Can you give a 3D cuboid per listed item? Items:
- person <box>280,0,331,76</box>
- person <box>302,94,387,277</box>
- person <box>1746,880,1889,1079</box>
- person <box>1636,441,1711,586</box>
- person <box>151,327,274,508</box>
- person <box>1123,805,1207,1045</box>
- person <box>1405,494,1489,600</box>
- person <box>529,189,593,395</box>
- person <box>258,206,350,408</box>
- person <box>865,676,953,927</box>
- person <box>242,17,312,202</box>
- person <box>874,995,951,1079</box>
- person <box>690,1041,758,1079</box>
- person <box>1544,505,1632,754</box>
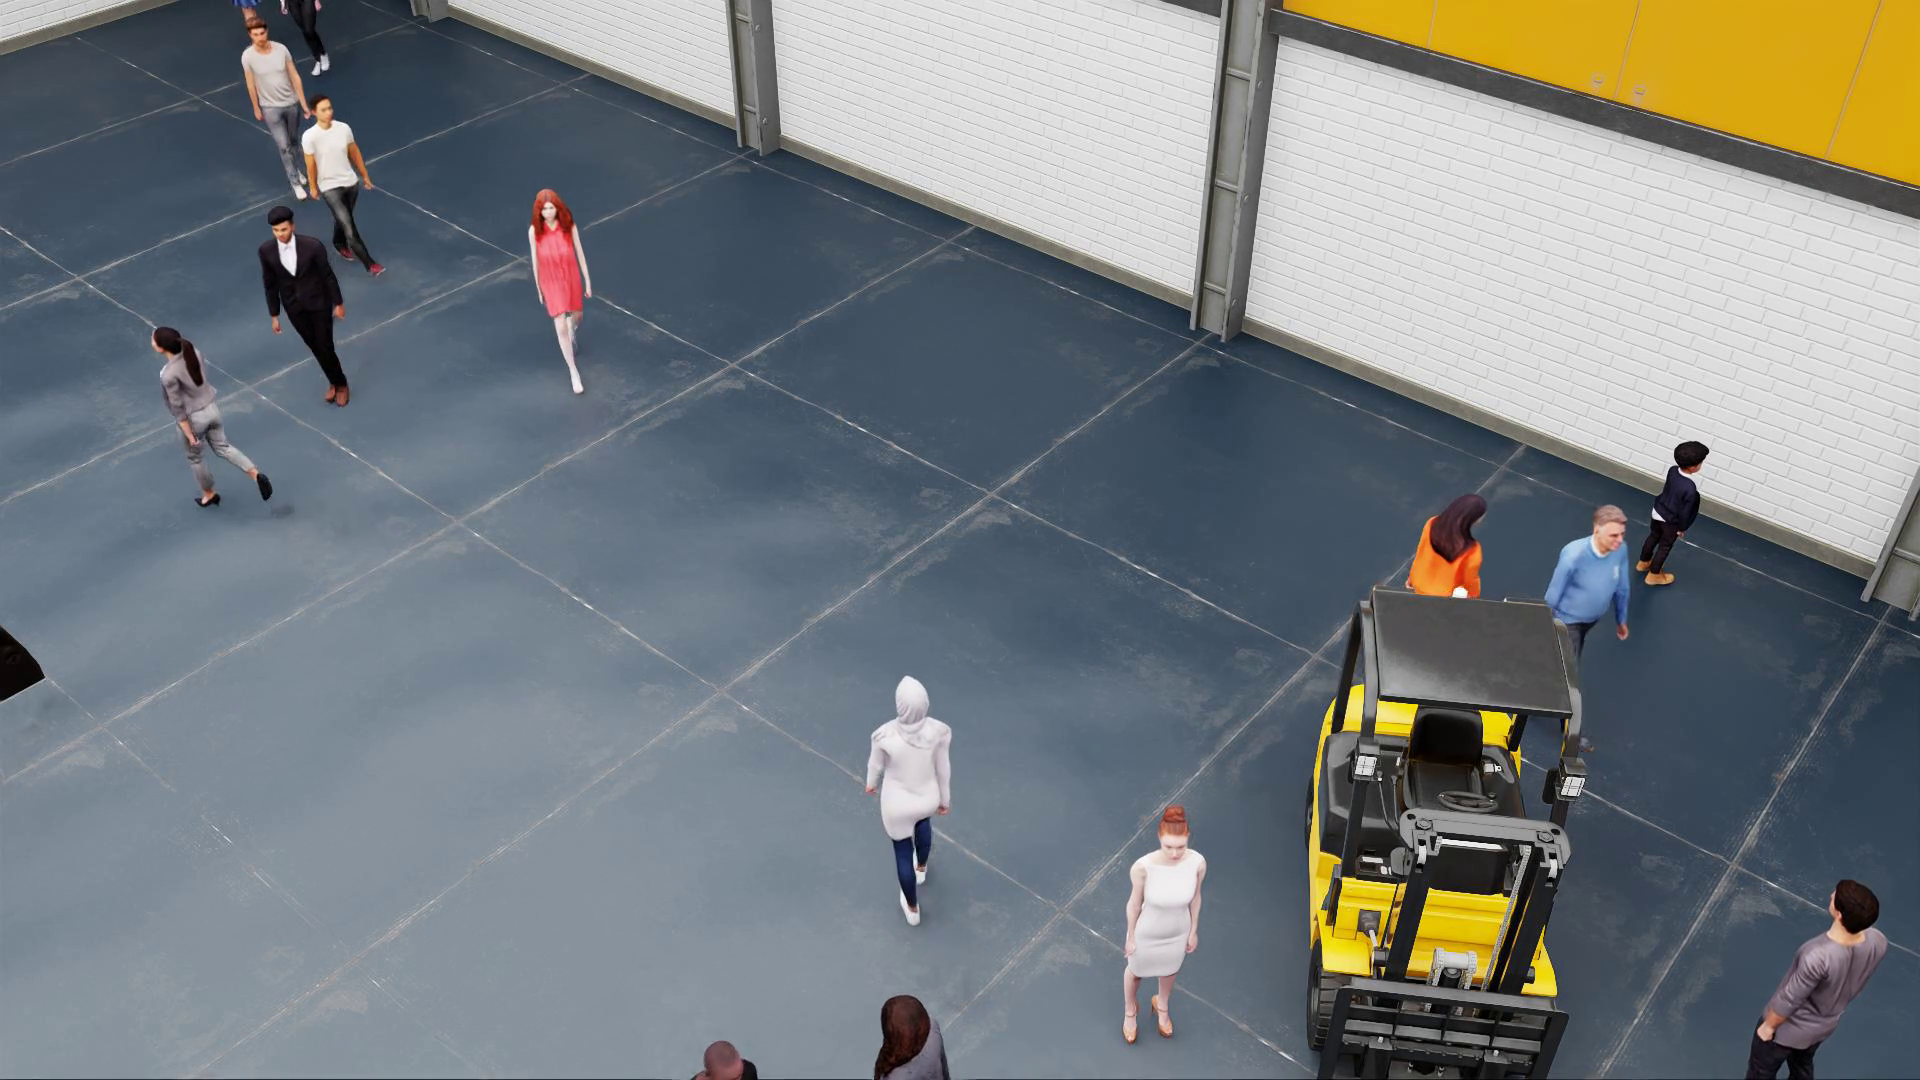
[{"bbox_3d":[-7.695,-6.333,19.512,0.665,1.733,0.744,5,39,6],"label":"person"},{"bbox_3d":[-5.955,-3.394,15.812,1.105,1.758,0.649,28,46,31],"label":"person"},{"bbox_3d":[4.306,2.415,8.465,0.740,1.848,0.713,-13,40,-16],"label":"person"},{"bbox_3d":[5.242,-0.214,12.259,0.638,1.223,0.567,-7,39,-8],"label":"person"},{"bbox_3d":[-5.766,-0.901,12.771,1.037,1.657,0.836,10,40,12],"label":"person"},{"bbox_3d":[1.075,2.088,8.920,0.625,1.793,0.668,-6,39,-7],"label":"person"},{"bbox_3d":[3.119,0.421,11.074,0.929,1.710,1.032,-22,43,-25],"label":"person"},{"bbox_3d":[-3.420,-2.199,14.281,0.968,1.801,1.178,-13,40,-15],"label":"person"},{"bbox_3d":[-5.460,-2.020,14.009,0.823,1.862,0.901,0,39,1],"label":"person"},{"bbox_3d":[-0.270,1.567,9.601,0.857,1.756,0.931,-9,40,-11],"label":"person"},{"bbox_3d":[-7.026,-4.504,17.121,0.811,1.859,1.084,-25,45,-28],"label":"person"},{"bbox_3d":[-0.164,2.840,8.039,1.142,1.717,0.797,18,42,21],"label":"person"},{"bbox_3d":[-1.189,2.881,8.000,0.879,1.702,1.193,-19,42,-22],"label":"person"},{"bbox_3d":[4.027,0.427,11.011,0.947,1.778,1.166,-17,41,-20],"label":"person"}]
